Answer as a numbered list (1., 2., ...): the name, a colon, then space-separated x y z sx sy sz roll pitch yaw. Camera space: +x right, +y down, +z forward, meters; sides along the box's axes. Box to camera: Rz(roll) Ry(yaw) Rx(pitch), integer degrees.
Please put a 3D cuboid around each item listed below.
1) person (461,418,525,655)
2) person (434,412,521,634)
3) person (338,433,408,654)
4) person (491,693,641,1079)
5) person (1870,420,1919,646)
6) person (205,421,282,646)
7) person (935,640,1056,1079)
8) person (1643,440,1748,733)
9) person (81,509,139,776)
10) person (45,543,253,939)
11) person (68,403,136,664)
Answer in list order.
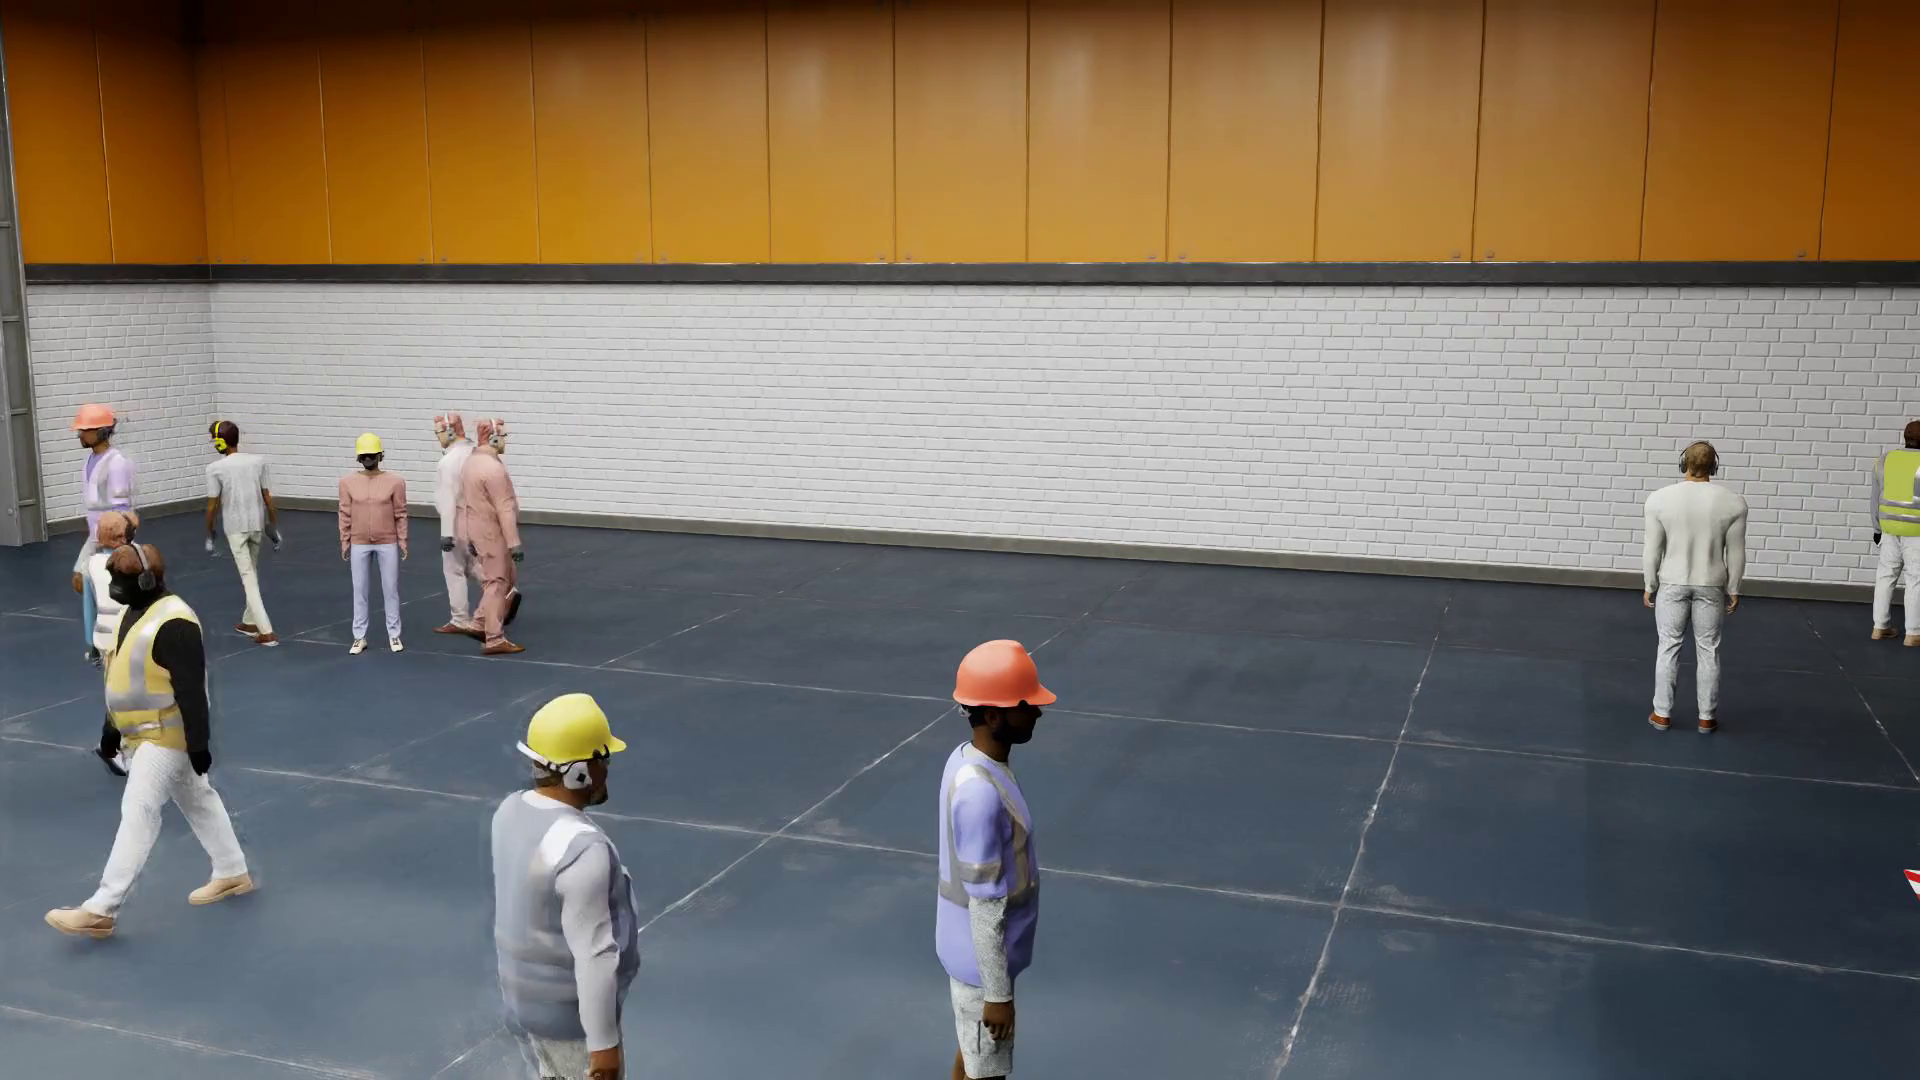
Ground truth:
1. person: -3.677 -0.022 13.168 0.427 1.892 0.658 -5 10 -29
2. person: -4.086 -0.135 13.935 0.618 1.875 0.690 1 9 5
3. person: -4.665 0.028 13.243 0.523 1.769 0.321 -2 9 -14
4. person: -1.216 1.353 4.901 0.583 1.817 0.598 -6 11 -35
5. person: 7.762 -0.063 13.586 0.429 1.839 0.633 -4 10 -25
6. person: -5.909 -0.061 13.591 0.849 1.829 0.548 7 12 38
7. person: 0.106 1.256 5.092 0.361 1.939 0.542 0 9 -3
8. person: 4.819 0.309 10.966 0.632 1.940 0.372 3 10 19
9. person: -5.022 0.632 9.931 0.522 1.620 0.520 2 9 15
10. person: -3.800 0.903 7.742 0.974 1.788 0.644 -8 12 -40
11. person: -6.618 -0.031 12.787 0.635 2.029 0.524 8 12 40
